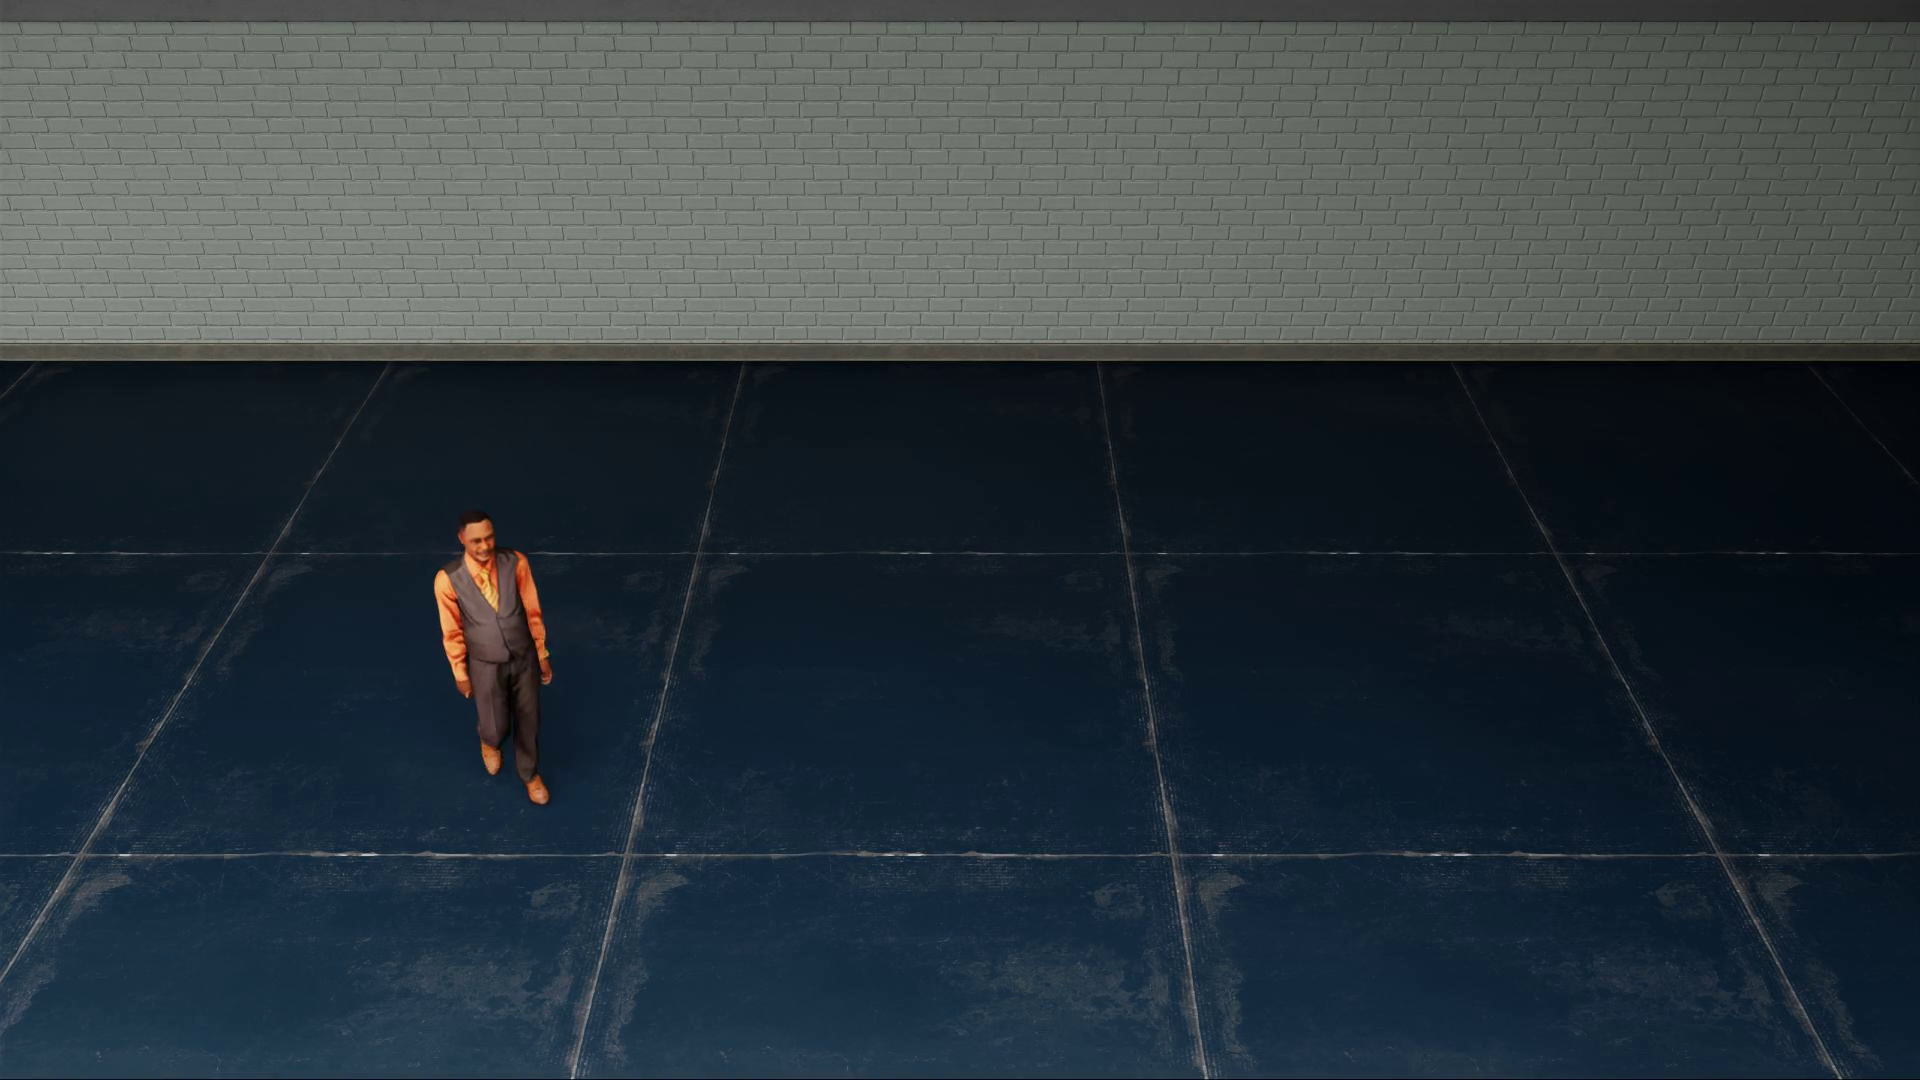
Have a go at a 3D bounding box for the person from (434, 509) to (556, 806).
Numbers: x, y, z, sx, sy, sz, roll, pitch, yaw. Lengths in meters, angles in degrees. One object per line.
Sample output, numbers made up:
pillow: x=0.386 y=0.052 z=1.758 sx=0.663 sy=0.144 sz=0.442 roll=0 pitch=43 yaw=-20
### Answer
person: x=-2.545 y=0.602 z=9.113 sx=0.903 sy=1.894 sz=0.981 roll=-19 pitch=38 yaw=-27
